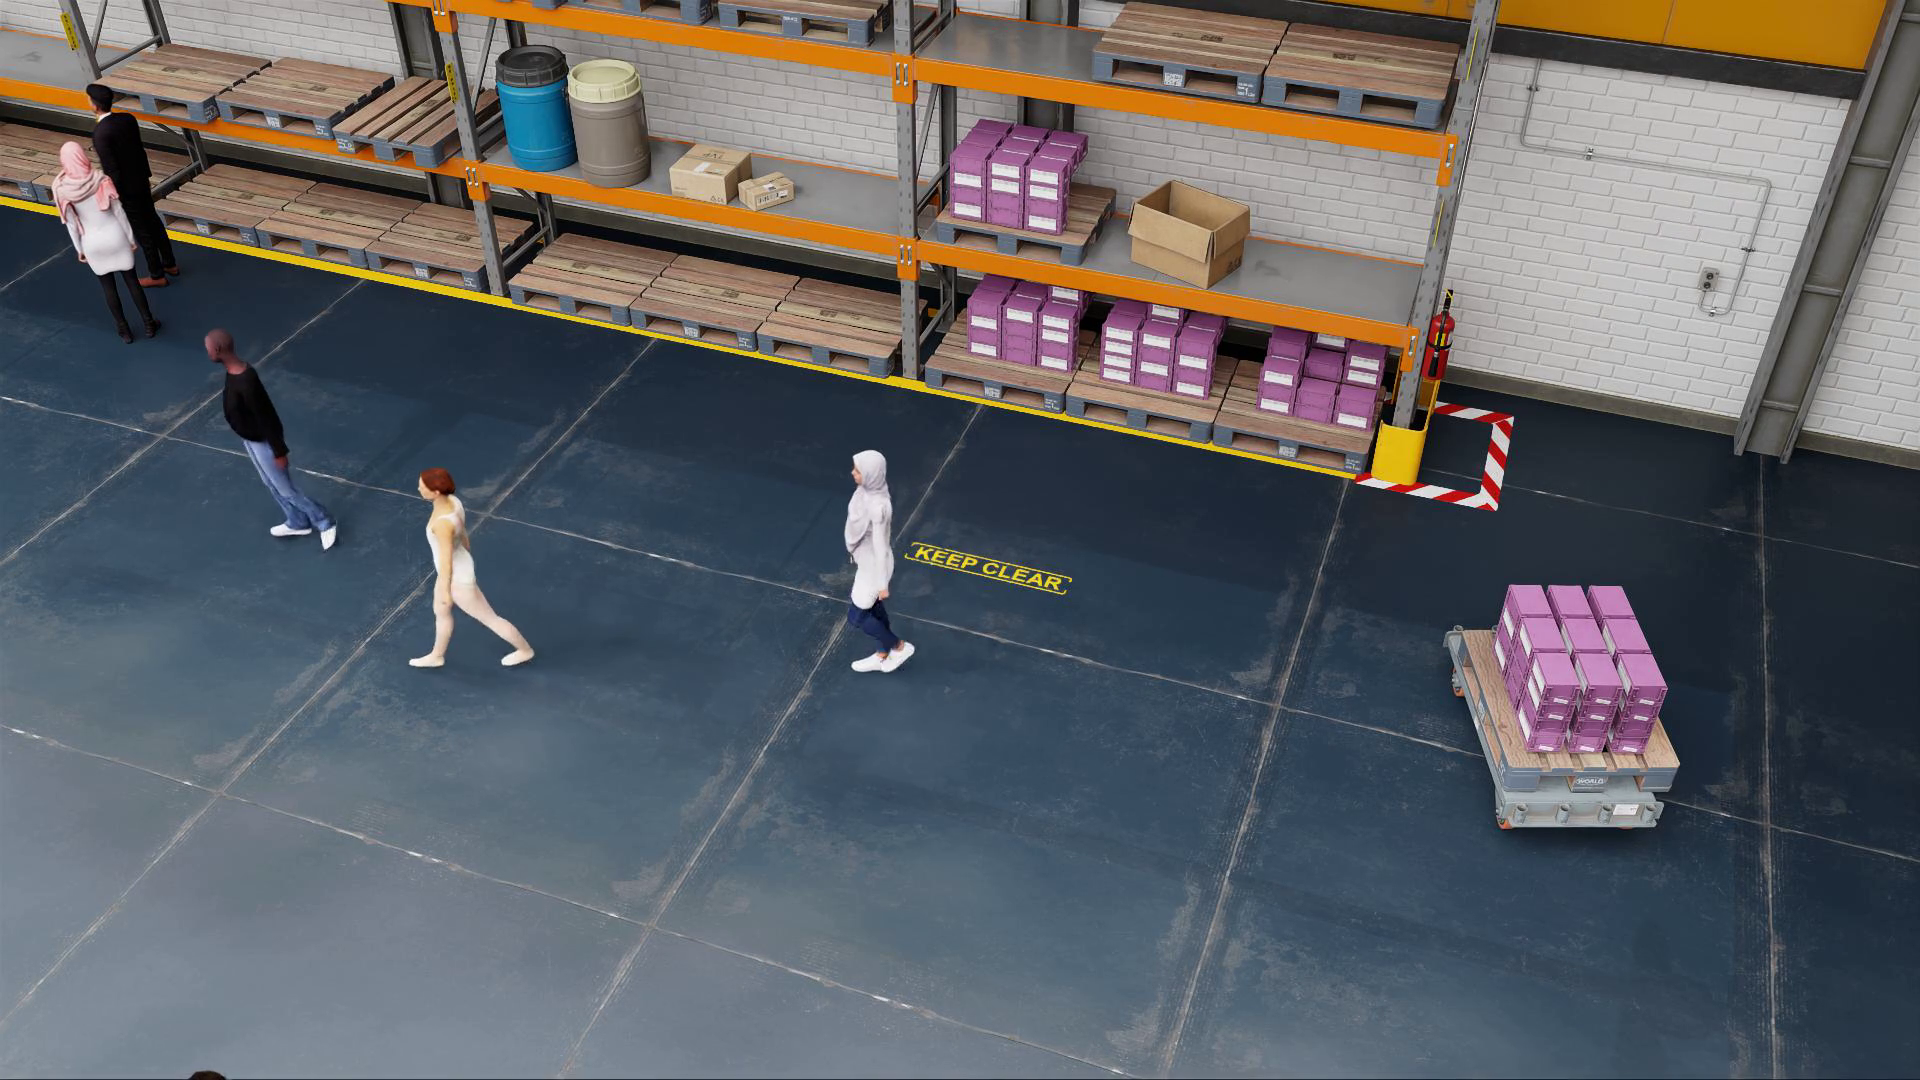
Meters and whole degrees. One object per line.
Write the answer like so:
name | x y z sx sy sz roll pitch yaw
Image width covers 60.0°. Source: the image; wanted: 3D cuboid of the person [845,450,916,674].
person | -0.476 0.164 10.630 0.787 1.766 0.740 -4 39 -5

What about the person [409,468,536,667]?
person | -3.135 0.232 10.679 1.117 1.598 0.922 -7 39 -8

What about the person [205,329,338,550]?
person | -4.881 -0.699 11.750 0.868 1.718 0.981 28 47 31

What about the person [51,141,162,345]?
person | -7.159 -2.490 13.923 0.739 1.804 0.798 -17 42 -20

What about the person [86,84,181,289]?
person | -7.304 -3.127 14.656 0.631 1.884 0.739 5 39 6
